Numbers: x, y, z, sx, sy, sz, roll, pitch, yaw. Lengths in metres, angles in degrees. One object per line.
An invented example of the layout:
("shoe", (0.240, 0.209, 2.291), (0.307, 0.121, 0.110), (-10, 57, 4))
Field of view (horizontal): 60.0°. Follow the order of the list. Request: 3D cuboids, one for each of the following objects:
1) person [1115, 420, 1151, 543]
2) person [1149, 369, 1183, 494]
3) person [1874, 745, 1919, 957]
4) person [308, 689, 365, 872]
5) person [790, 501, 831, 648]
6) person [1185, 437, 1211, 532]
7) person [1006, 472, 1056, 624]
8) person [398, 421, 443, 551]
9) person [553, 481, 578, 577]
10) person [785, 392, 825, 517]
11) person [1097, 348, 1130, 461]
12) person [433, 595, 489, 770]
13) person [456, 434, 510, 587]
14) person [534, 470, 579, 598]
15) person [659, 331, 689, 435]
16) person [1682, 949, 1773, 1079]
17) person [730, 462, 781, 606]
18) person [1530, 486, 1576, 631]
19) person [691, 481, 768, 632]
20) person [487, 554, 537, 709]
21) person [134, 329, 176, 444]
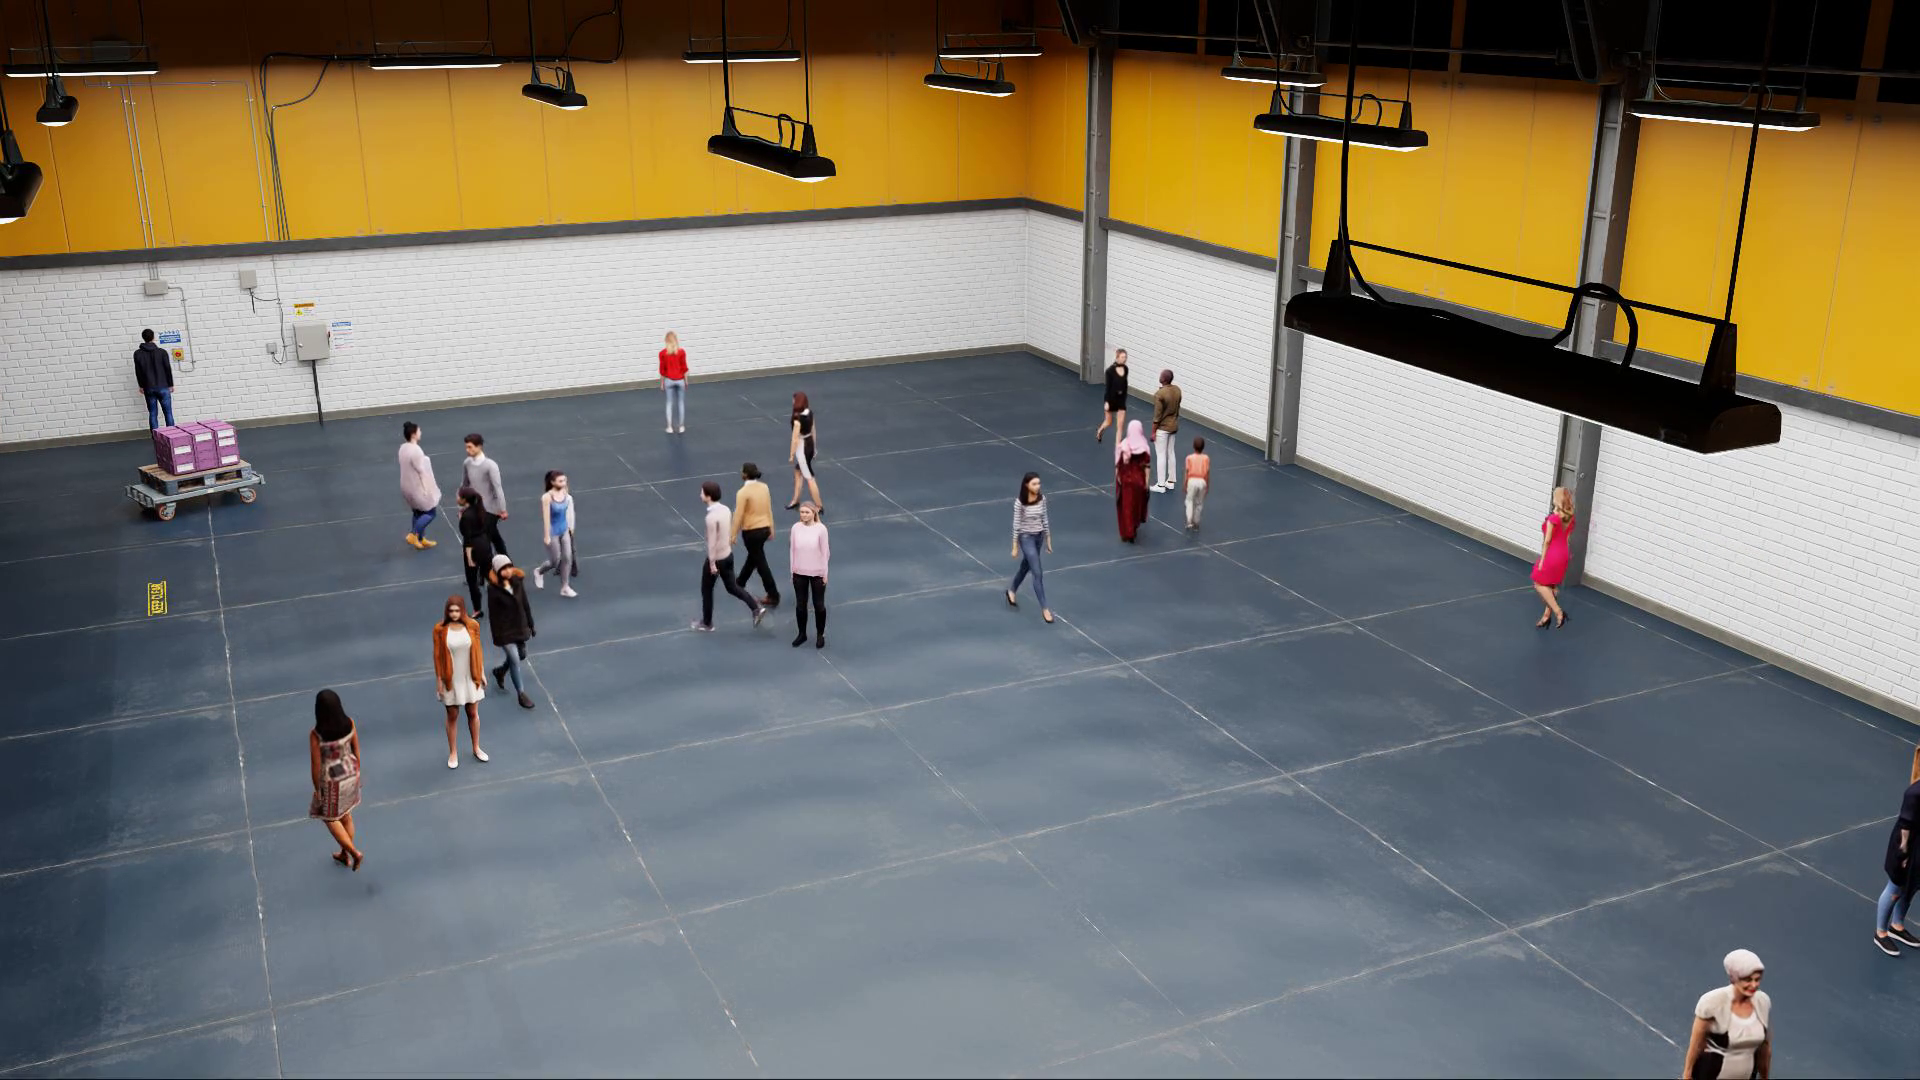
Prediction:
("person", (2.276, -0.769, 22.039), (0.927, 1.633, 1.092), (1, 19, 3))
("person", (2.998, -1.605, 24.225), (0.785, 1.824, 0.703), (-16, 25, -40))
("person", (7.291, 2.345, 12.716), (0.625, 1.683, 0.554), (-8, 20, -22))
("person", (-5.116, 2.018, 13.767), (0.970, 1.631, 0.824), (16, 25, 40))
("person", (-1.675, 0.366, 18.584), (0.687, 1.687, 0.723), (4, 19, 11))
("person", (3.206, -0.741, 22.476), (0.569, 1.302, 0.610), (2, 19, 7))
("person", (0.776, 0.062, 19.405), (0.777, 1.740, 1.174), (-13, 23, -34))
("person", (-7.123, -0.678, 21.605), (0.882, 1.738, 0.806), (-16, 24, -38))
("person", (-4.988, -0.187, 20.874), (0.570, 1.275, 0.612), (3, 19, 8))
("person", (-2.060, -1.158, 22.974), (0.994, 1.775, 0.913), (8, 20, 23))
("person", (2.397, -2.132, 25.910), (0.580, 1.746, 0.897), (-8, 20, -22))
("person", (-4.744, 1.302, 15.767), (0.628, 1.712, 0.575), (-10, 21, -27))
("person", (-5.768, -0.408, 20.570), (1.149, 1.887, 1.098), (14, 23, 37))
("person", (-4.916, -0.080, 20.062), (0.950, 1.591, 0.834), (12, 22, 32))
("person", (-4.690, -2.589, 27.334), (0.676, 1.704, 0.619), (-4, 19, -12))
("person", (4.569, 3.207, 10.066), (0.737, 1.740, 0.794), (-3, 19, -9))
("person", (-2.374, -0.045, 19.768), (1.266, 1.712, 1.058), (12, 22, 32))
("person", (6.811, 0.241, 18.906), (0.652, 1.719, 0.787), (-11, 22, -29))
("person", (-2.649, 0.227, 18.854), (1.150, 1.779, 1.141), (6, 19, 16))
("person", (-4.647, 0.902, 17.104), (1.061, 1.616, 0.890), (14, 23, 36))
("person", (-12.876, -2.451, 26.626), (0.705, 1.894, 0.605), (-6, 19, -16))
